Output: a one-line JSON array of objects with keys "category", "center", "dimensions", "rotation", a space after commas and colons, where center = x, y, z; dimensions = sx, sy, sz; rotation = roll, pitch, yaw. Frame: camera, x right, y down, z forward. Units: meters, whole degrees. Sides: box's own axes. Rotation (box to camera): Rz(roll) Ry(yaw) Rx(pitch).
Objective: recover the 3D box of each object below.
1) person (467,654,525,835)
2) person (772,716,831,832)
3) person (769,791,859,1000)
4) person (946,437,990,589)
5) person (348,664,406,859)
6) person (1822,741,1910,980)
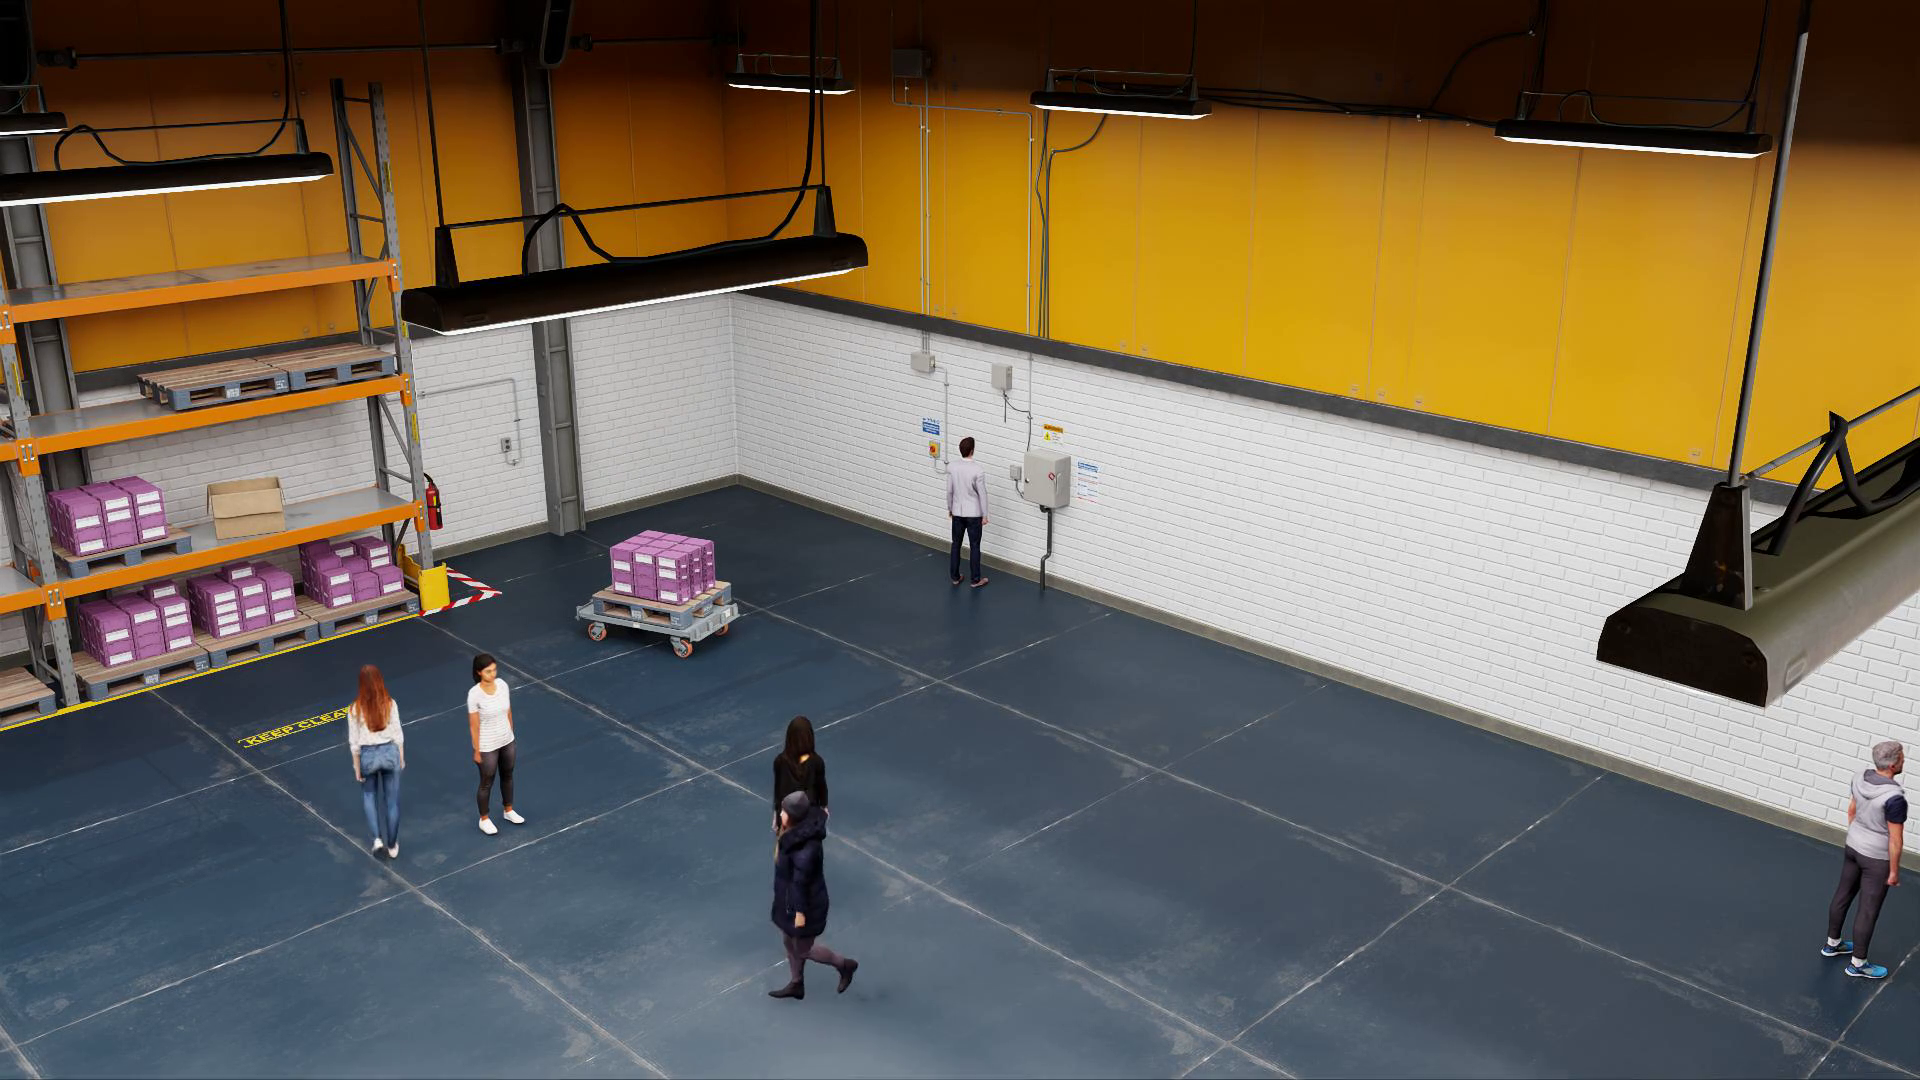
[{"category": "person", "center": [-4.021, 1.737, 14.305], "dimensions": [0.644, 1.638, 0.494], "rotation": [14, 23, 35]}, {"category": "person", "center": [-1.265, 2.183, 12.987], "dimensions": [0.710, 1.635, 0.768], "rotation": [0, 19, 1]}, {"category": "person", "center": [-1.050, 2.557, 11.838], "dimensions": [1.018, 1.659, 0.910], "rotation": [-4, 19, -11]}, {"category": "person", "center": [0.078, -0.348, 20.165], "dimensions": [0.745, 1.850, 0.679], "rotation": [9, 21, 25]}, {"category": "person", "center": [-4.809, 1.866, 13.795], "dimensions": [0.694, 1.719, 0.762], "rotation": [-6, 20, -17]}, {"category": "person", "center": [6.701, 2.321, 12.272], "dimensions": [0.793, 1.830, 0.771], "rotation": [-2, 19, -7]}]
